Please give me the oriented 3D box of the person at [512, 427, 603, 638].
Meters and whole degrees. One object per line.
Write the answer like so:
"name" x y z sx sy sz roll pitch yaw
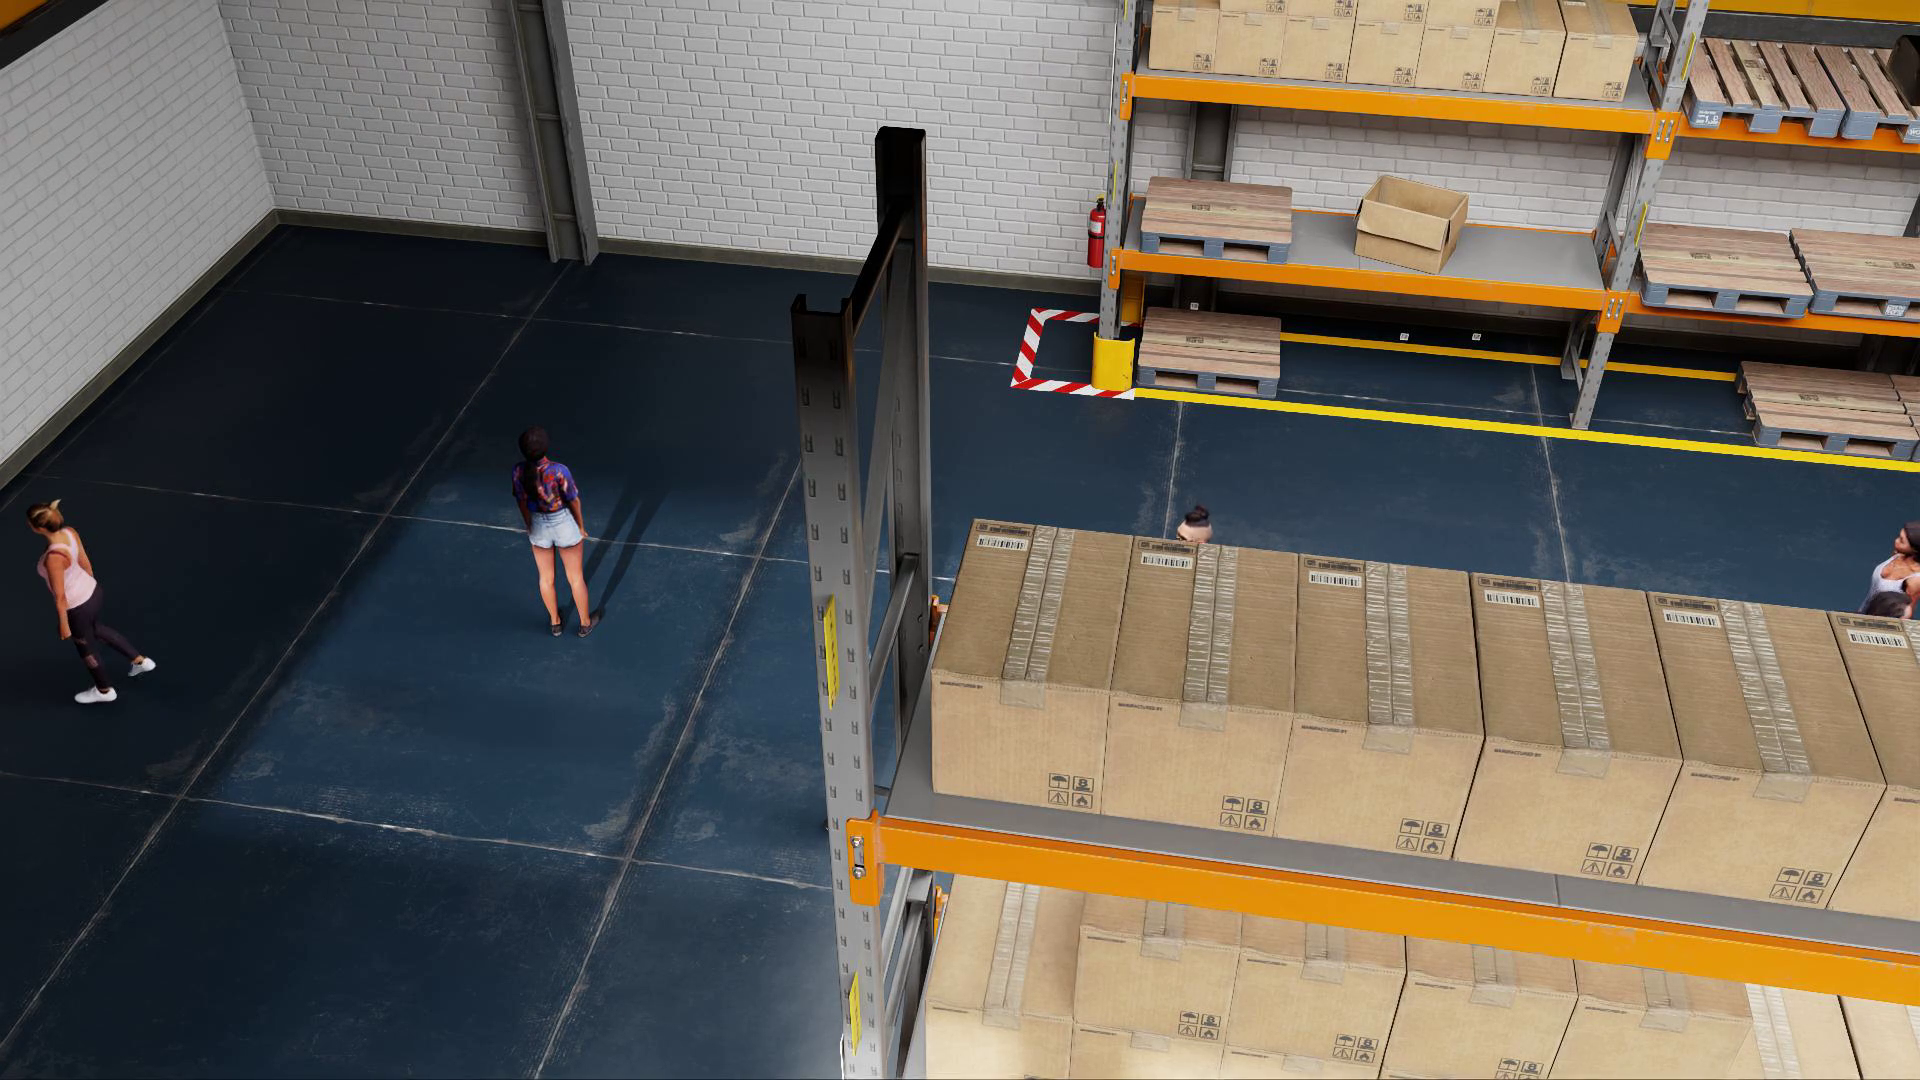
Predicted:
"person" -2.786 -0.059 11.404 0.487 1.743 0.674 2 39 3

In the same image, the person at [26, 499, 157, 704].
"person" -5.713 0.400 10.909 0.821 1.644 0.681 -4 39 -5
